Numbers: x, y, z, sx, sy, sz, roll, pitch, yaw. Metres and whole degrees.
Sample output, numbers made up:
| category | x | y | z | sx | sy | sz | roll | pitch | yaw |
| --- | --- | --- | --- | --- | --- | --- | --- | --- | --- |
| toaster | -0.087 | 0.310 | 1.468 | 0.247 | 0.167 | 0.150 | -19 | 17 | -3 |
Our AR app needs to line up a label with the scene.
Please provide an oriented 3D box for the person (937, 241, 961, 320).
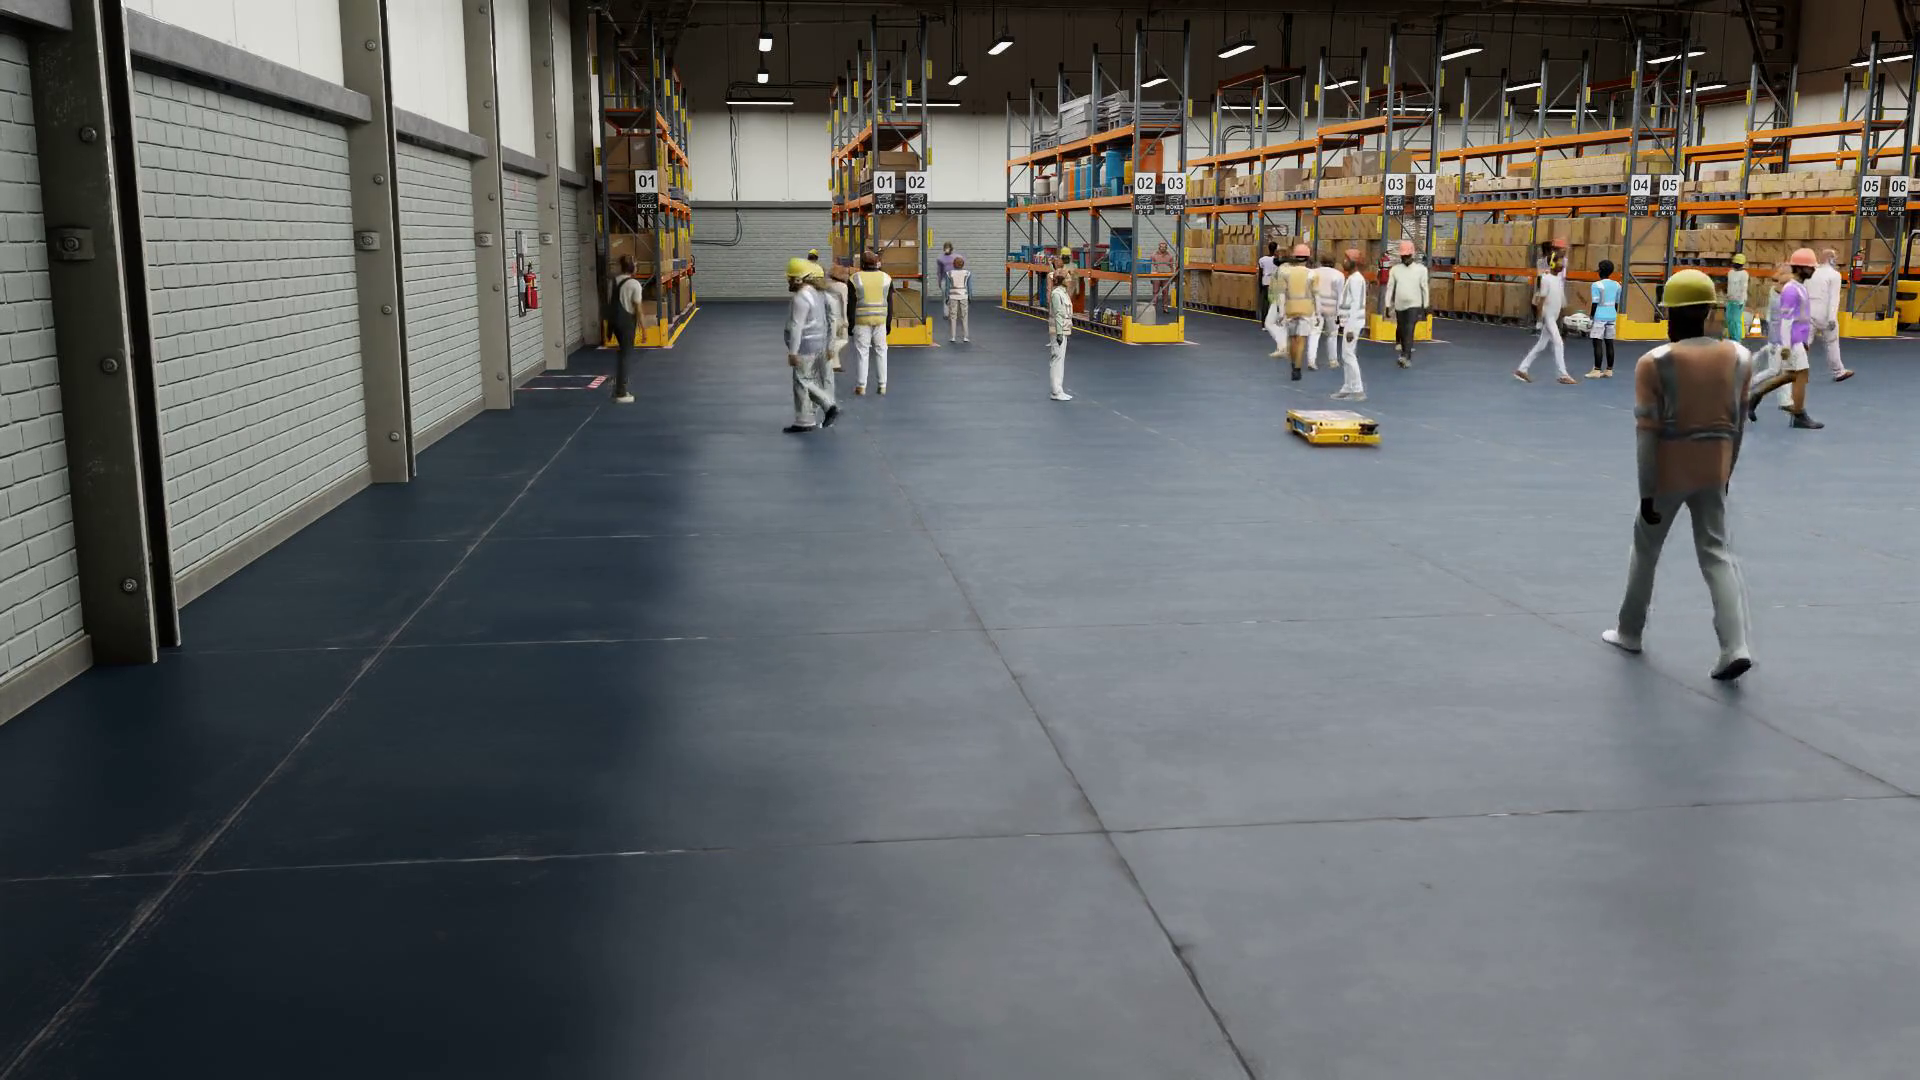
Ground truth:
| category | x | y | z | sx | sy | sz | roll | pitch | yaw |
| --- | --- | --- | --- | --- | --- | --- | --- | --- | --- |
| person | -0.250 | -6.372 | 40.859 | 0.634 | 1.924 | 0.701 | 1 | 10 | 7 |

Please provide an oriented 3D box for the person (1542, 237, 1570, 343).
| category | x | y | z | sx | sy | sz | roll | pitch | yaw |
| --- | --- | --- | --- | --- | --- | --- | --- | --- | --- |
| person | 11.373 | -4.763 | 31.755 | 0.608 | 2.020 | 0.483 | -5 | 12 | -27 |

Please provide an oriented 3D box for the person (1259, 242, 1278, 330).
| category | x | y | z | sx | sy | sz | roll | pitch | yaw |
| --- | --- | --- | --- | --- | --- | --- | --- | --- | --- |
| person | 6.779 | -5.521 | 36.197 | 0.592 | 1.920 | 0.392 | 6 | 12 | 30 |

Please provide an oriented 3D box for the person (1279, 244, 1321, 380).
| category | x | y | z | sx | sy | sz | roll | pitch | yaw |
| --- | --- | --- | --- | --- | --- | --- | --- | --- | --- |
| person | 4.890 | -3.249 | 23.754 | 0.570 | 1.909 | 0.837 | 5 | 12 | 27 |

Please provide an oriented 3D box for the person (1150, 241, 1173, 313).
| category | x | y | z | sx | sy | sz | roll | pitch | yaw |
| --- | --- | --- | --- | --- | --- | --- | --- | --- | --- |
| person | 5.357 | -6.968 | 44.168 | 0.642 | 1.906 | 0.410 | -1 | 10 | -5 |

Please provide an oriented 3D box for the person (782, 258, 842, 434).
| category | x | y | z | sx | sy | sz | roll | pitch | yaw |
| --- | --- | --- | --- | --- | --- | --- | --- | --- | --- |
| person | -1.563 | -1.981 | 17.086 | 0.507 | 1.814 | 0.589 | 1 | 10 | 6 |

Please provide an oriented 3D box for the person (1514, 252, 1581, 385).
| category | x | y | z | sx | sy | sz | roll | pitch | yaw |
| --- | --- | --- | --- | --- | --- | --- | --- | --- | --- |
| person | 8.173 | -3.077 | 23.067 | 0.951 | 1.832 | 0.536 | 8 | 13 | 38 |

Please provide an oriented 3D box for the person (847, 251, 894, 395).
| category | x | y | z | sx | sy | sz | roll | pitch | yaw |
| --- | --- | --- | --- | --- | --- | --- | --- | --- | --- |
| person | -1.171 | -2.794 | 21.462 | 0.626 | 1.844 | 0.429 | -4 | 11 | -22 |

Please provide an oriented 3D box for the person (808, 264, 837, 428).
| category | x | y | z | sx | sy | sz | roll | pitch | yaw |
| --- | --- | --- | --- | --- | --- | --- | --- | --- | --- |
| person | -1.534 | -2.059 | 17.698 | 0.487 | 1.744 | 0.312 | 8 | 13 | 36 |

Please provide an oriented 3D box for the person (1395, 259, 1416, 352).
| category | x | y | z | sx | sy | sz | roll | pitch | yaw |
| --- | --- | --- | --- | --- | --- | --- | --- | --- | --- |
| person | 7.889 | -4.170 | 29.395 | 0.321 | 1.697 | 0.530 | -1 | 10 | -5 |

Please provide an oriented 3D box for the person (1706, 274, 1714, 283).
| category | x | y | z | sx | sy | sz | roll | pitch | yaw |
| --- | --- | --- | --- | --- | --- | --- | --- | --- | --- |
| person | 19.408 | -6.867 | 43.392 | 0.609 | 1.986 | 0.391 | -3 | 11 | -16 |

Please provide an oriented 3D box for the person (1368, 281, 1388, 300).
| category | x | y | z | sx | sy | sz | roll | pitch | yaw |
| --- | --- | --- | --- | --- | --- | --- | --- | --- | --- |
| person | 9.990 | -6.137 | 39.418 | 0.647 | 1.968 | 0.681 | 1 | 10 | 5 |

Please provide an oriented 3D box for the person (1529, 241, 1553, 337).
| category | x | y | z | sx | sy | sz | roll | pitch | yaw |
| --- | --- | --- | --- | --- | --- | --- | --- | --- | --- |
| person | 11.815 | -5.054 | 33.594 | 0.636 | 1.928 | 0.619 | -6 | 12 | -28 |

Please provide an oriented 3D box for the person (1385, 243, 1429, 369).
| category | x | y | z | sx | sy | sz | roll | pitch | yaw |
| --- | --- | --- | --- | --- | --- | --- | --- | --- | --- |
| person | 6.898 | -3.625 | 25.768 | 0.635 | 1.925 | 1.037 | 6 | 12 | 31 |

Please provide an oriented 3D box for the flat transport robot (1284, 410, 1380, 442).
| category | x | y | z | sx | sy | sz | roll | pitch | yaw |
| --- | --- | --- | --- | --- | --- | --- | --- | --- | --- |
| flat transport robot | 3.741 | -1.158 | 16.797 | 0.652 | 0.197 | 1.431 | 0 | 10 | 0 |

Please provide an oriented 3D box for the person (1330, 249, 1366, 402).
| category | x | y | z | sx | sy | sz | roll | pitch | yaw |
| --- | --- | --- | --- | --- | --- | --- | --- | --- | --- |
| person | 4.827 | -2.653 | 20.576 | 0.363 | 1.884 | 0.596 | 2 | 11 | 13 |

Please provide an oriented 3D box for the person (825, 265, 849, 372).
| category | x | y | z | sx | sy | sz | roll | pitch | yaw |
| --- | --- | --- | --- | --- | --- | --- | --- | --- | --- |
| person | -1.879 | -3.295 | 24.812 | 0.521 | 1.613 | 0.464 | 10 | 14 | 44 |

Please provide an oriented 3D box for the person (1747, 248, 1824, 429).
| category | x | y | z | sx | sy | sz | roll | pitch | yaw |
| --- | --- | --- | --- | --- | --- | --- | --- | --- | --- |
| person | 8.840 | -2.152 | 17.757 | 0.791 | 1.912 | 0.552 | 6 | 12 | 30 |

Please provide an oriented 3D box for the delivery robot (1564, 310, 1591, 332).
| category | x | y | z | sx | sy | sz | roll | pitch | yaw |
| --- | --- | --- | --- | --- | --- | --- | --- | --- | --- |
| delivery robot | 12.427 | -4.373 | 33.384 | 0.477 | 0.478 | 0.707 | -1 | 10 | -7 |

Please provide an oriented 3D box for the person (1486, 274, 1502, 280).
| category | x | y | z | sx | sy | sz | roll | pitch | yaw |
| --- | --- | --- | --- | --- | --- | --- | --- | --- | --- |
| person | 14.908 | -7.358 | 46.463 | 0.567 | 1.846 | 0.389 | -5 | 12 | -27 |

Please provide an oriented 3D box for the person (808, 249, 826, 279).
| category | x | y | z | sx | sy | sz | roll | pitch | yaw |
| --- | --- | --- | --- | --- | --- | --- | --- | --- | --- |
| person | -3.112 | -5.307 | 35.468 | 0.522 | 1.759 | 0.331 | 0 | 10 | 2 |

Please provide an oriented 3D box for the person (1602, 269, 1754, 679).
| category | x | y | z | sx | sy | sz | roll | pitch | yaw |
| --- | --- | --- | --- | --- | --- | --- | --- | --- | --- |
| person | 3.418 | -0.317 | 7.775 | 0.588 | 1.886 | 0.971 | -1 | 10 | -4 |

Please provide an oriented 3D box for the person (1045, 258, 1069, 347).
| category | x | y | z | sx | sy | sz | roll | pitch | yaw |
| --- | --- | --- | --- | --- | --- | --- | --- | --- | --- |
| person | 1.803 | -4.386 | 30.741 | 0.521 | 1.640 | 0.306 | -7 | 12 | -33 |

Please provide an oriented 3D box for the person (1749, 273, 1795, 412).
| category | x | y | z | sx | sy | sz | roll | pitch | yaw |
| --- | --- | --- | --- | --- | --- | --- | --- | --- | --- |
| person | 9.508 | -2.300 | 19.390 | 0.506 | 1.610 | 0.671 | -9 | 13 | -39 |

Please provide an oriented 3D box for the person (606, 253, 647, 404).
| category | x | y | z | sx | sy | sz | roll | pitch | yaw |
| --- | --- | --- | --- | --- | --- | --- | --- | --- | --- |
| person | -4.055 | -2.573 | 20.294 | 0.534 | 1.821 | 0.542 | 8 | 13 | 37 |

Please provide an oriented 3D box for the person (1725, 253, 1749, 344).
| category | x | y | z | sx | sy | sz | roll | pitch | yaw |
| --- | --- | --- | --- | --- | --- | --- | --- | --- | --- |
| person | 14.296 | -4.414 | 30.656 | 0.448 | 1.722 | 0.595 | -3 | 11 | -14 |

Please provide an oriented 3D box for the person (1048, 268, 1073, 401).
| category | x | y | z | sx | sy | sz | roll | pitch | yaw |
| --- | --- | --- | --- | --- | --- | --- | --- | --- | --- |
| person | 1.252 | -2.558 | 20.715 | 0.309 | 1.641 | 0.514 | 2 | 11 | 11 |

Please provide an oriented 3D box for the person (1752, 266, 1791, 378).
| category | x | y | z | sx | sy | sz | roll | pitch | yaw |
| --- | --- | --- | --- | --- | --- | --- | --- | --- | --- |
| person | 11.649 | -3.121 | 23.896 | 0.670 | 1.608 | 0.504 | 2 | 11 | 10 |

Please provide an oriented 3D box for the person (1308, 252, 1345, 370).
| category | x | y | z | sx | sy | sz | roll | pitch | yaw |
| --- | --- | --- | --- | --- | --- | --- | --- | --- | --- |
| person | 5.582 | -3.508 | 25.498 | 0.627 | 1.799 | 0.954 | 5 | 12 | 27 |

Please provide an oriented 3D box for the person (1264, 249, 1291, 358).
| category | x | y | z | sx | sy | sz | roll | pitch | yaw |
| --- | --- | --- | --- | --- | --- | --- | --- | --- | --- |
| person | 5.335 | -3.940 | 27.778 | 0.458 | 1.823 | 0.649 | 4 | 11 | 20 |

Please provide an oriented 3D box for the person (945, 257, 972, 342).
| category | x | y | z | sx | sy | sz | roll | pitch | yaw |
| --- | --- | --- | --- | --- | --- | --- | --- | --- | --- |
| person | -0.027 | -4.643 | 32.146 | 0.523 | 1.639 | 0.309 | -1 | 10 | -3 |

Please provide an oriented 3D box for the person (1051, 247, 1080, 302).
| category | x | y | z | sx | sy | sz | roll | pitch | yaw |
| --- | --- | --- | --- | --- | --- | --- | --- | --- | --- |
| person | 2.212 | -5.193 | 34.709 | 0.615 | 1.796 | 0.886 | -2 | 11 | -11 |

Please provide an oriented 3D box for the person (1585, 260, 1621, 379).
| category | x | y | z | sx | sy | sz | roll | pitch | yaw |
| --- | --- | --- | --- | --- | --- | --- | --- | --- | --- |
| person | 9.214 | -3.157 | 23.841 | 0.541 | 1.695 | 0.316 | -5 | 12 | -26 |

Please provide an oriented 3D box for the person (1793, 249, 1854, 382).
| category | x | y | z | sx | sy | sz | roll | pitch | yaw |
| --- | --- | --- | --- | --- | --- | --- | --- | --- | --- |
| person | 12.051 | -3.117 | 23.216 | 1.039 | 1.850 | 0.658 | -4 | 11 | -20 |

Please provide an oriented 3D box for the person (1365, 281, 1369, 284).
| category | x | y | z | sx | sy | sz | roll | pitch | yaw |
| --- | --- | --- | --- | --- | --- | --- | --- | --- | --- |
| person | 12.355 | -8.131 | 50.221 | 0.779 | 2.021 | 0.626 | -7 | 12 | -33 |
